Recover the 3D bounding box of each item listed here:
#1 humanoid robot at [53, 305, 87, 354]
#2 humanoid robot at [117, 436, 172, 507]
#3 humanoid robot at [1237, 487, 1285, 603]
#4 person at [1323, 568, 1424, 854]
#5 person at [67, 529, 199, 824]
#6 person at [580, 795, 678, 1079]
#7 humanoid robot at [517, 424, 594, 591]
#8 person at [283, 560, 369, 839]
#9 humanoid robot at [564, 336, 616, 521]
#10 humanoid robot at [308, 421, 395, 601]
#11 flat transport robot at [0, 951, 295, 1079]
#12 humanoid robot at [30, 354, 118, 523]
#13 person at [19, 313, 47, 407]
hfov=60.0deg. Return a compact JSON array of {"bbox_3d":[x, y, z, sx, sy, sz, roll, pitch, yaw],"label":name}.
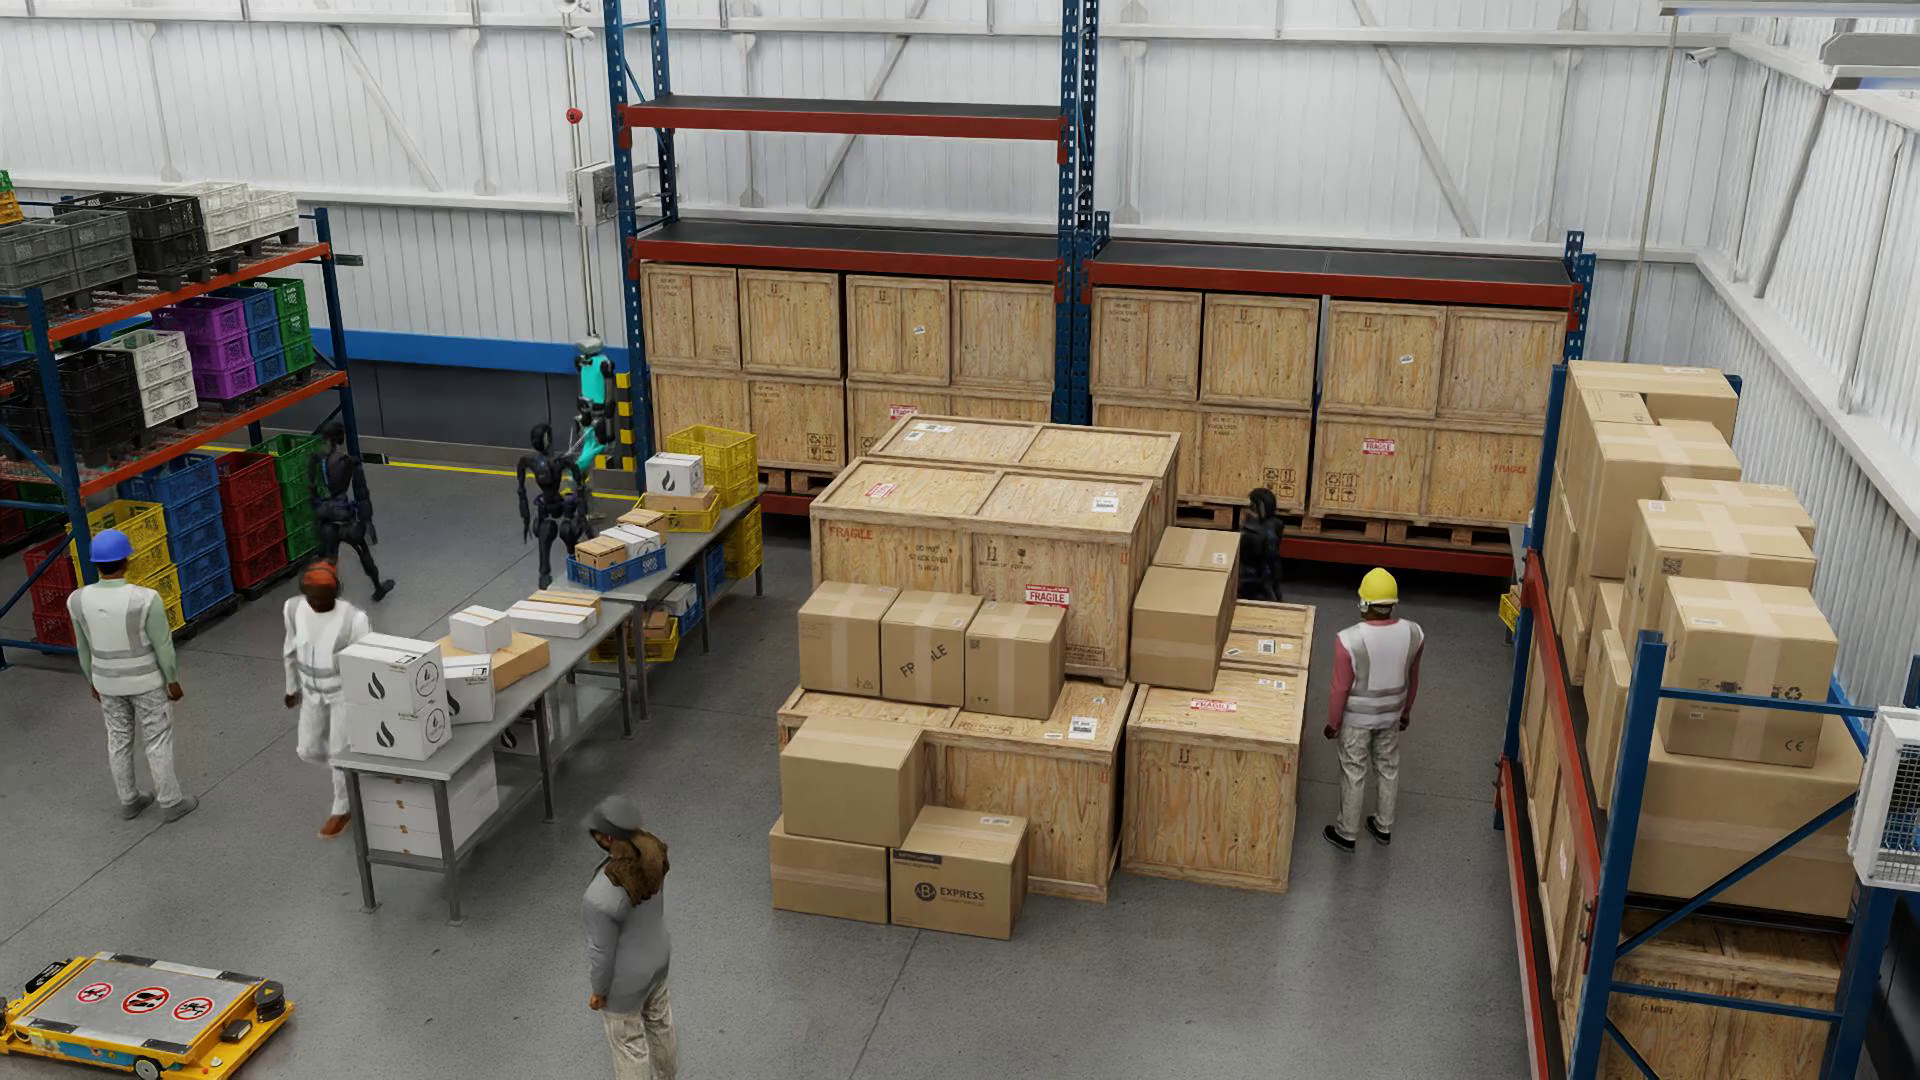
[{"bbox_3d":[-9.554,-1.788,17.759,0.589,1.668,0.354,3,21,8],"label":"humanoid robot"},{"bbox_3d":[-7.223,-0.743,14.906,0.572,1.745,0.883,12,24,28],"label":"humanoid robot"},{"bbox_3d":[2.070,0.347,12.198,0.589,1.636,0.615,-18,27,-39],"label":"humanoid robot"},{"bbox_3d":[2.487,1.040,10.133,0.591,1.832,0.404,-6,22,-15],"label":"person"},{"bbox_3d":[-5.196,0.865,10.452,0.608,1.937,0.418,2,21,4],"label":"person"},{"bbox_3d":[-1.525,1.982,7.758,0.399,1.769,0.563,7,22,19],"label":"person"},{"bbox_3d":[-3.296,-0.167,13.578,0.609,1.622,0.786,1,21,4],"label":"humanoid robot"},{"bbox_3d":[-3.886,0.946,10.341,0.663,1.857,0.500,6,22,15],"label":"person"},{"bbox_3d":[-3.546,-0.952,15.487,0.566,1.811,0.741,19,28,40],"label":"humanoid robot"},{"bbox_3d":[-5.075,-0.185,13.623,0.602,1.627,0.779,7,22,17],"label":"humanoid robot"},{"bbox_3d":[-4.270,2.464,8.601,1.431,0.231,0.659,5,22,13],"label":"flat transport robot"},{"bbox_3d":[-8.184,-0.900,15.464,0.534,1.840,0.785,-5,22,-14],"label":"humanoid robot"},{"bbox_3d":[-9.830,-1.971,17.721,0.613,2.042,0.371,2,21,6],"label":"person"}]
